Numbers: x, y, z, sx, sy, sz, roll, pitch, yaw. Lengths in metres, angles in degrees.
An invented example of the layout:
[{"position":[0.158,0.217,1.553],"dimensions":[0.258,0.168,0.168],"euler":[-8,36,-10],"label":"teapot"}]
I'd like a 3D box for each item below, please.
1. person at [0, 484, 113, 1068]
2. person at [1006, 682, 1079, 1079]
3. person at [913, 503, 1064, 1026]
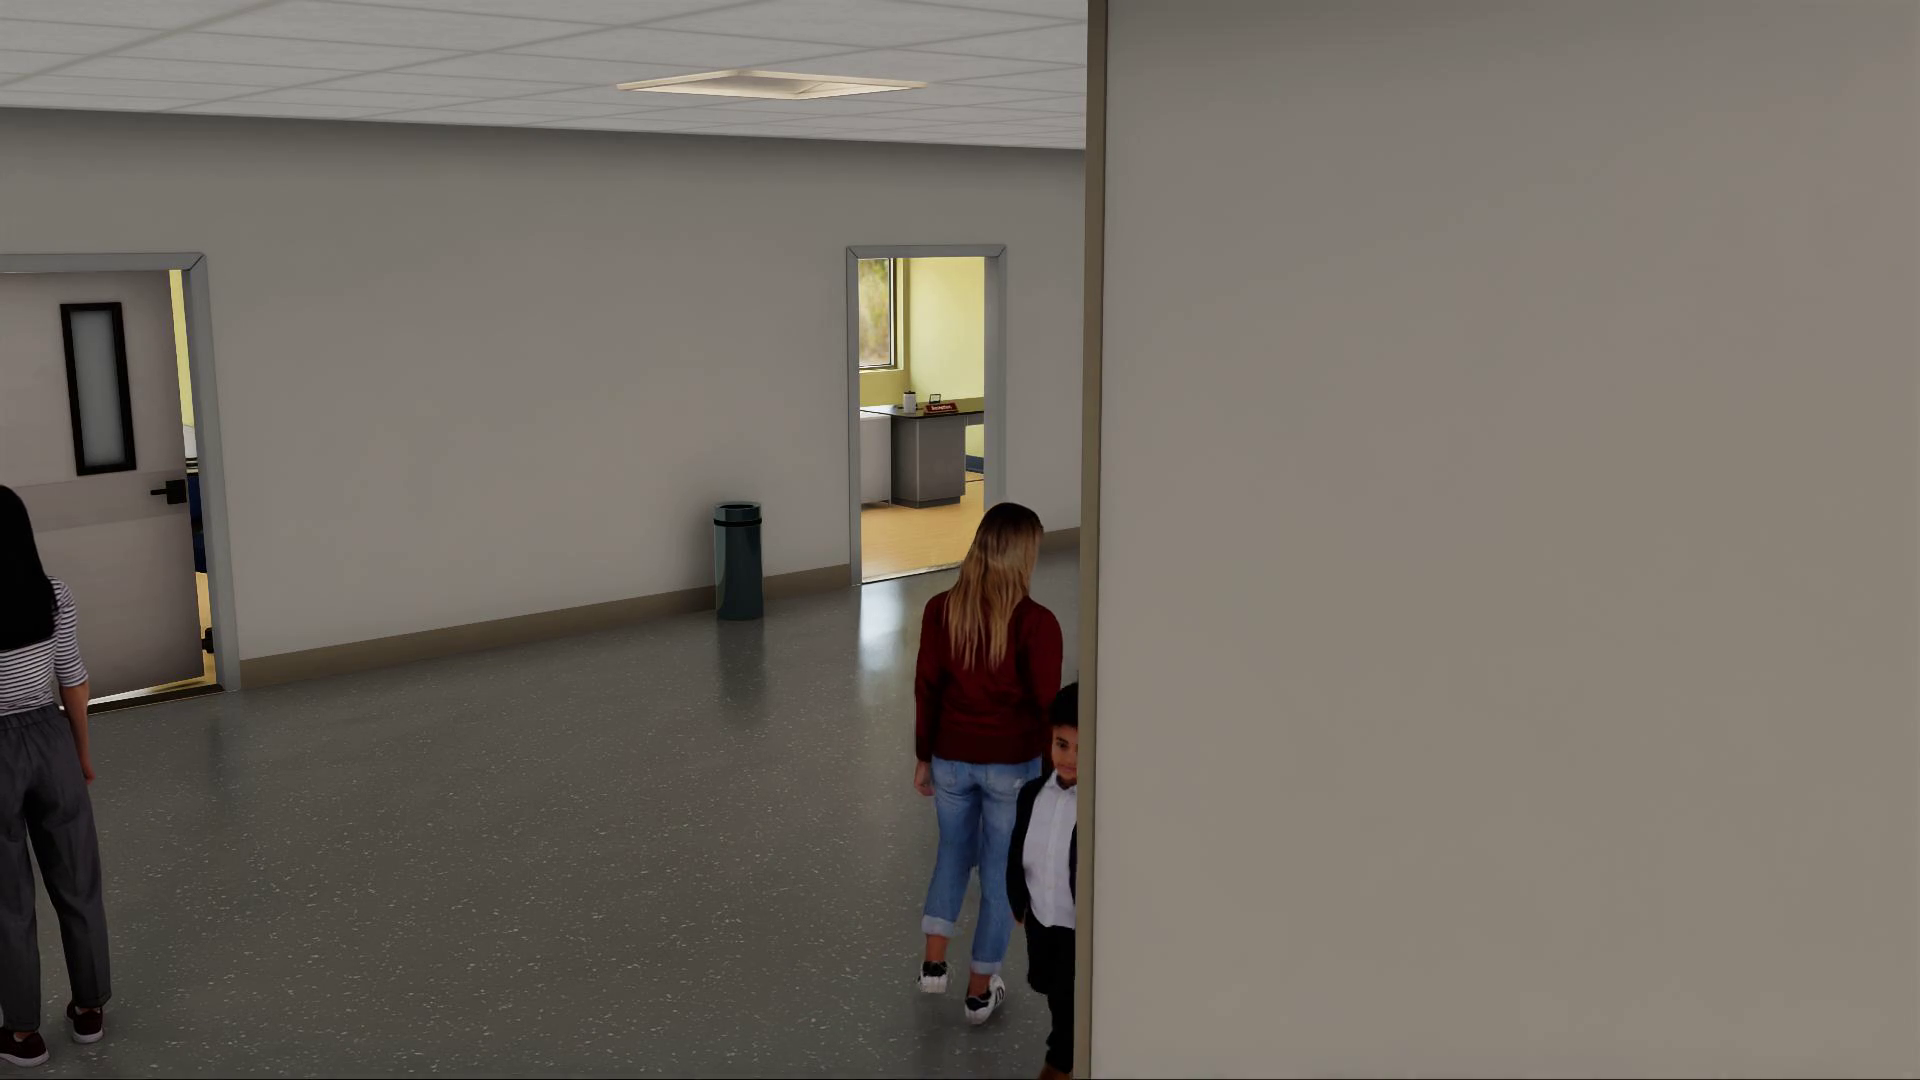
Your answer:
[{"position":[-2.760,0.680,4.880],"dimensions":[0.692,1.733,0.511],"euler":[9,14,40],"label":"person"},{"position":[0.329,0.974,4.627],"dimensions":[0.574,1.211,0.754],"euler":[10,14,42],"label":"person"},{"position":[0.071,0.712,5.029],"dimensions":[0.718,1.614,0.741],"euler":[3,11,16],"label":"person"}]
